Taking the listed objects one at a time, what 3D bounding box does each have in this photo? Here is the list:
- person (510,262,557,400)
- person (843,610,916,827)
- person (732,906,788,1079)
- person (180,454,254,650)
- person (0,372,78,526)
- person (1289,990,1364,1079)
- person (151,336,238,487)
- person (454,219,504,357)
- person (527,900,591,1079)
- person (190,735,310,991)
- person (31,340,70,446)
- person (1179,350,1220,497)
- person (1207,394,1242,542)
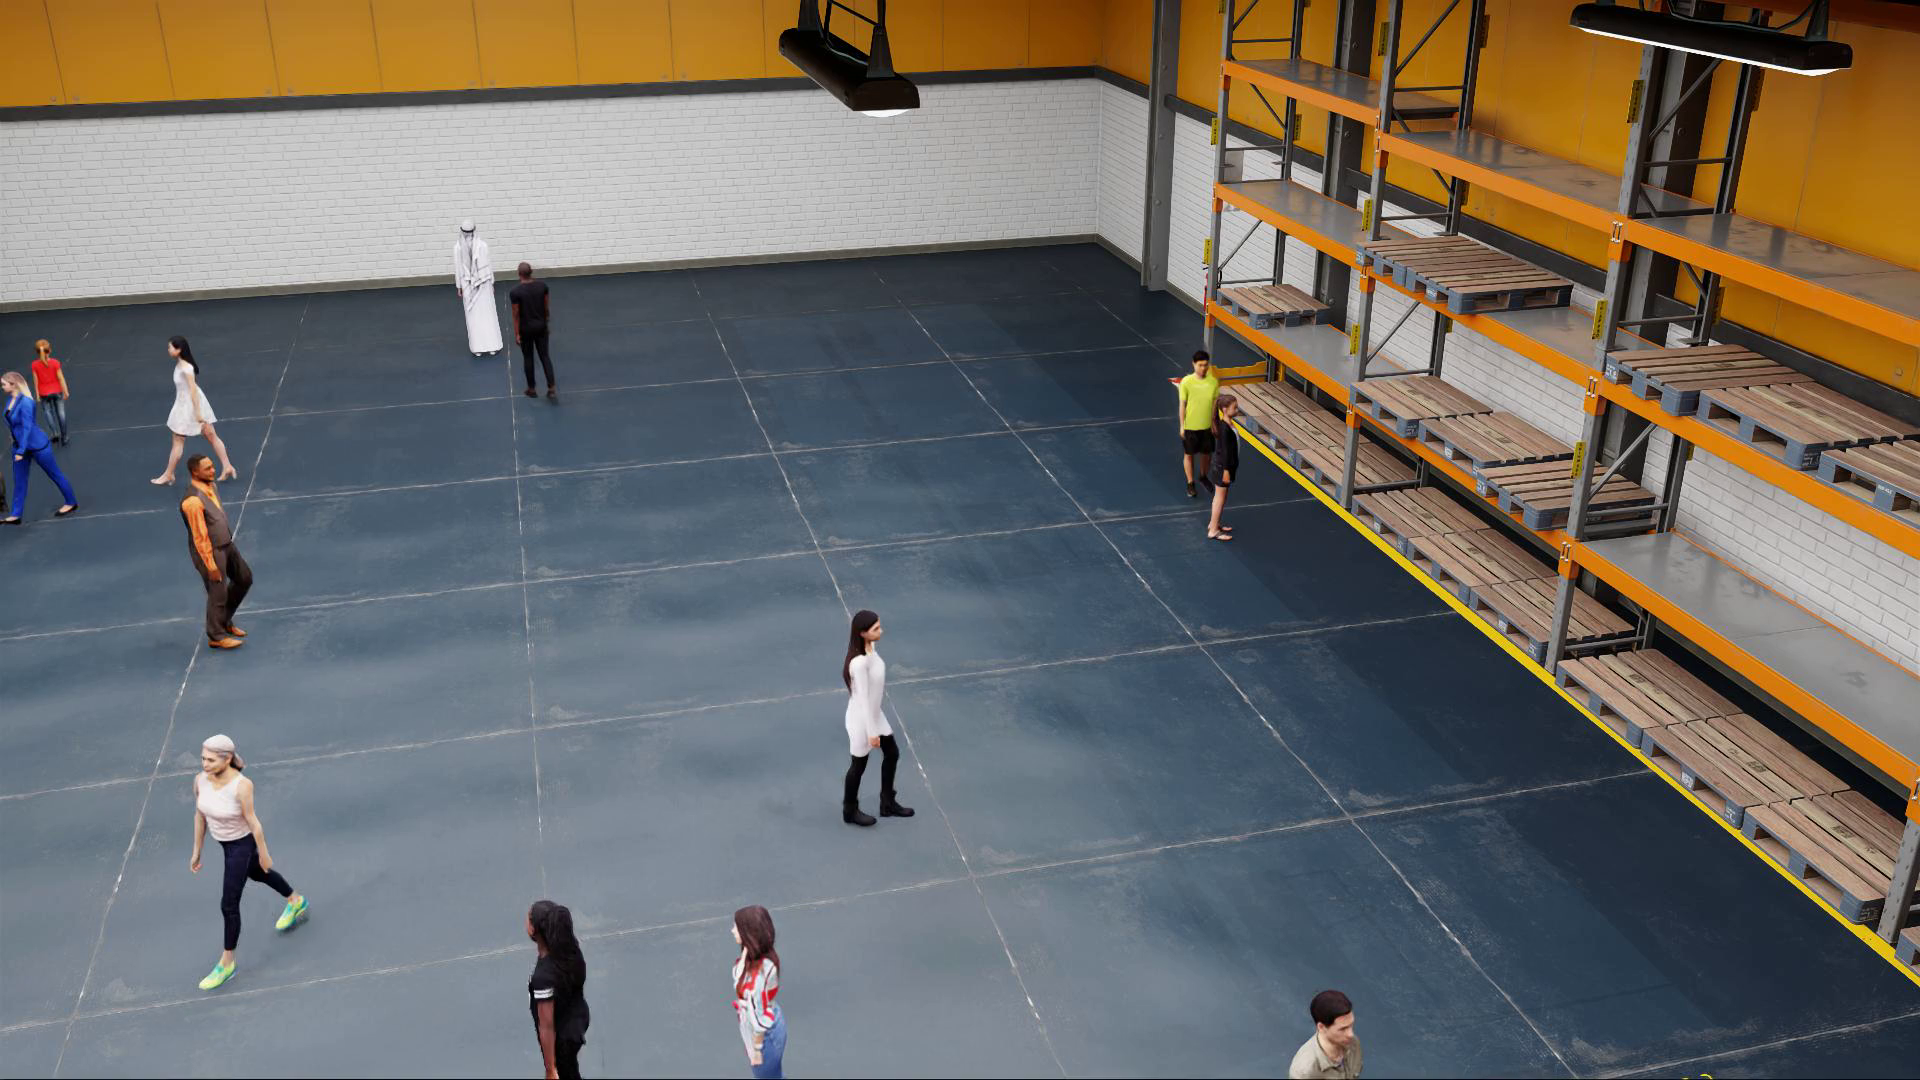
[{"bbox_3d":[-5.490,-2.706,21.495,0.796,1.833,0.891,-14,27,-30],"label":"person"},{"bbox_3d":[-0.785,1.330,12.316,0.854,1.790,0.824,4,24,10],"label":"person"},{"bbox_3d":[-1.088,2.739,9.319,0.663,1.609,0.471,-4,24,-10],"label":"person"},{"bbox_3d":[-6.824,0.115,14.964,0.857,1.894,0.705,-1,24,-1],"label":"person"},{"bbox_3d":[-9.824,-0.995,17.799,1.080,1.658,1.125,14,27,29],"label":"person"},{"bbox_3d":[1.774,3.026,8.341,0.779,1.866,0.789,21,31,39],"label":"person"},{"bbox_3d":[-8.547,-1.448,18.732,0.772,1.740,1.070,-10,25,-21],"label":"person"},{"bbox_3d":[-6.771,-3.541,23.289,0.681,1.926,0.614,-6,24,-14],"label":"person"},{"bbox_3d":[-2.155,2.725,9.197,0.852,1.732,0.660,-4,24,-9],"label":"person"},{"bbox_3d":[-4.691,1.994,10.965,1.141,1.655,1.212,12,26,26],"label":"person"},{"bbox_3d":[-10.915,-1.745,19.965,0.529,1.297,0.573,-10,26,-22],"label":"person"},{"bbox_3d":[2.621,-1.326,18.508,0.670,1.696,0.668,-3,24,-8],"label":"person"},{"bbox_3d":[2.765,-0.785,17.447,0.683,1.555,0.587,4,24,8],"label":"person"}]
